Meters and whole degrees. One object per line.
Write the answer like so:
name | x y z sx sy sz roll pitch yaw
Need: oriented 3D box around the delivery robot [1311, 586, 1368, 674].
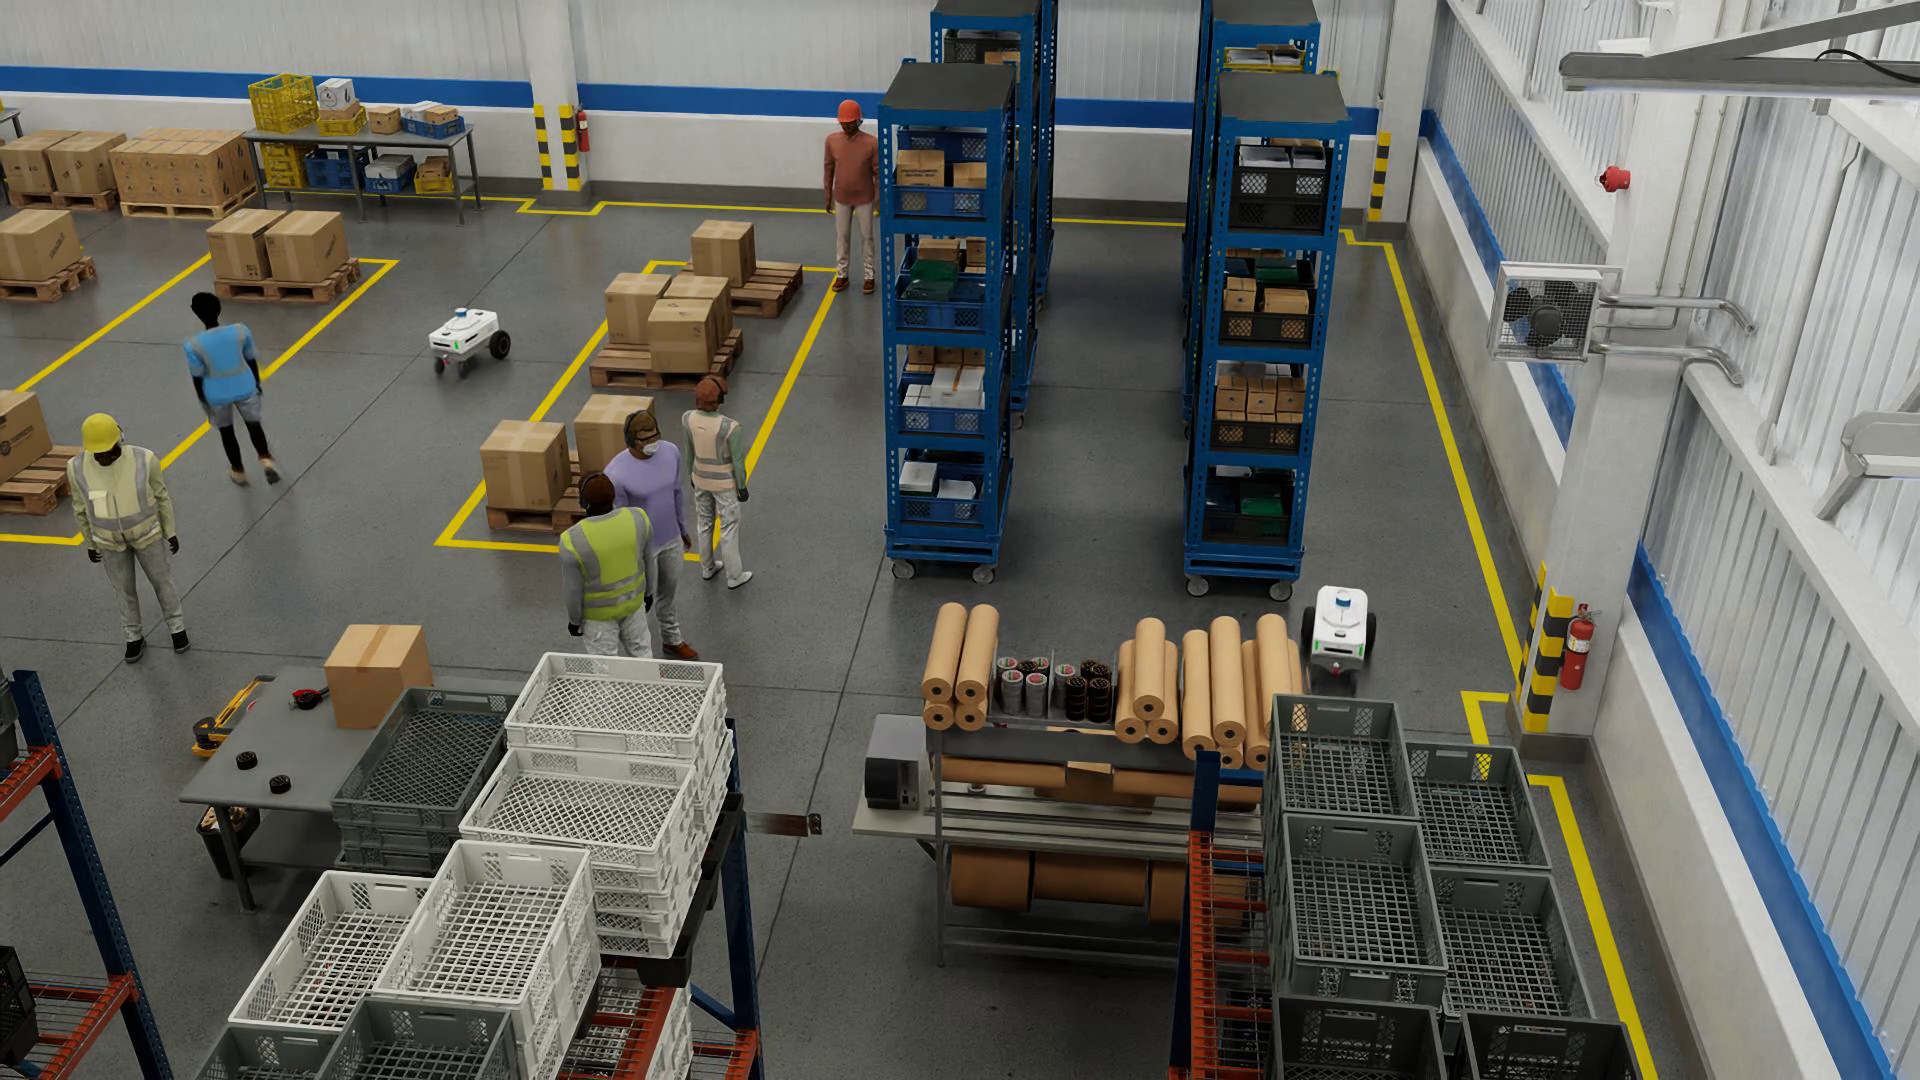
delivery robot | 2.576 0.586 11.270 0.477 0.478 0.707 7 31 11

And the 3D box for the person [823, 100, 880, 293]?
person | -1.087 -3.496 16.950 0.625 1.992 0.386 6 31 10

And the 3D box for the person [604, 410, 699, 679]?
person | -2.029 0.021 10.964 0.359 1.938 0.635 22 36 32

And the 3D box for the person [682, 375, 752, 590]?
person | -1.757 -0.411 12.010 0.514 1.634 0.313 16 34 26

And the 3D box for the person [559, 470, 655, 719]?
person | -2.194 0.394 10.421 0.626 1.844 0.429 -23 37 -34

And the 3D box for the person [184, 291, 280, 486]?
person | -5.806 -1.168 13.253 0.542 1.680 0.524 -21 36 -31

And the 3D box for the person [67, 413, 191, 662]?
person | -5.577 -0.031 11.169 0.589 1.822 0.403 -10 32 -17

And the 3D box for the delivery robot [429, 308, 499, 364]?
delivery robot | -4.649 -1.934 15.597 0.477 0.478 0.707 11 32 18

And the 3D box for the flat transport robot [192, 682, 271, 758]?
flat transport robot | -4.089 1.163 10.648 1.431 0.197 0.652 3 30 6
